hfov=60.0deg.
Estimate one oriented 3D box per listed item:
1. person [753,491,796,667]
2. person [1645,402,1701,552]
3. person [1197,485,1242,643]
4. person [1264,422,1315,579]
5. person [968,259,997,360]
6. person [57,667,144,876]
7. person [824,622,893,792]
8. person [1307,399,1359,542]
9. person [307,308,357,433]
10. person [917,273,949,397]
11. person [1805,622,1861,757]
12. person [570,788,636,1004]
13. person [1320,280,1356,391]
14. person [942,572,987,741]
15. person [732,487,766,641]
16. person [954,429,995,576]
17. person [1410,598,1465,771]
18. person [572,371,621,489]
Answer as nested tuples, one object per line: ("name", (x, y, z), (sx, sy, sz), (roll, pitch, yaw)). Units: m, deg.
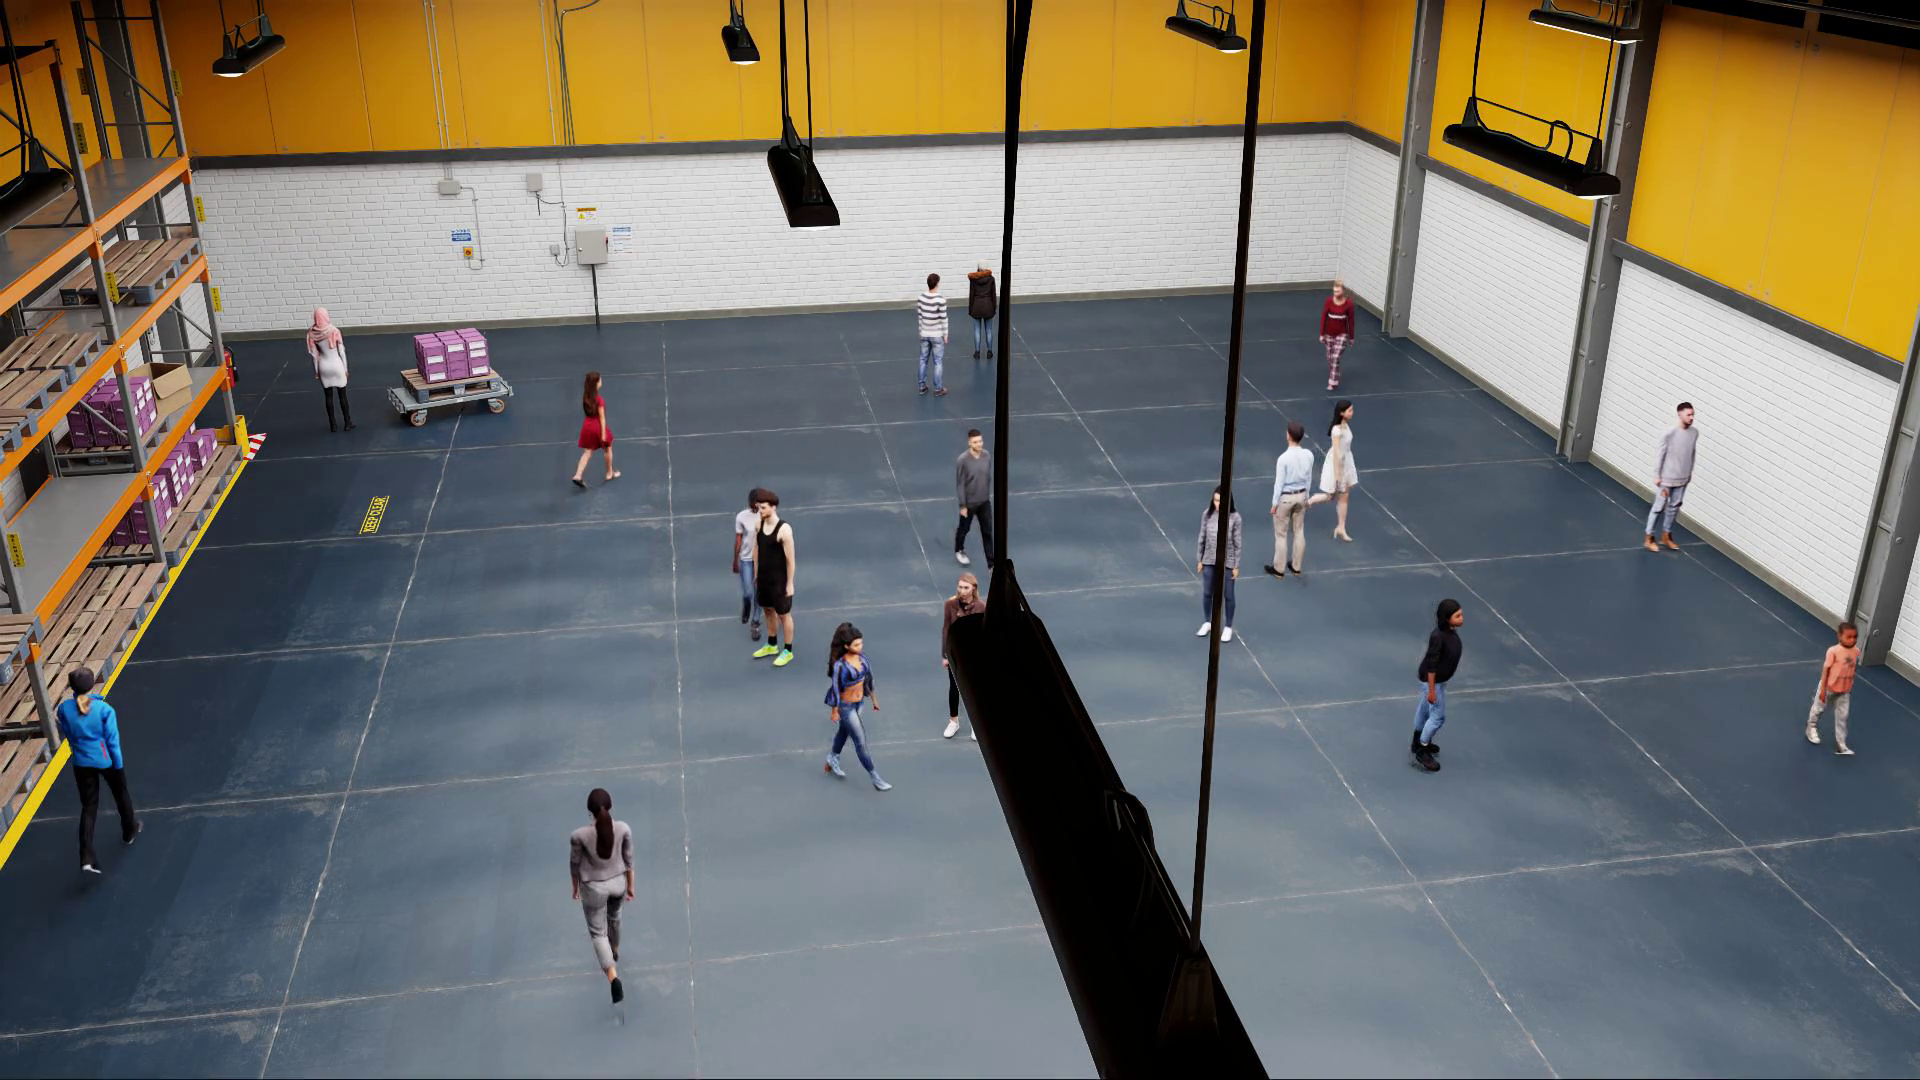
("person", (-1.905, 0.370, 17.064), (0.745, 1.891, 0.822), (18, 29, 35))
("person", (8.466, -0.775, 19.751), (0.681, 1.837, 0.567), (-5, 24, -12))
("person", (2.756, 0.216, 17.615), (0.703, 1.732, 0.722), (10, 26, 22))
("person", (3.771, -0.452, 19.001), (0.699, 1.846, 0.659), (-10, 25, -21))
("person", (0.362, -3.728, 26.761), (0.649, 1.633, 0.626), (-1, 24, -3))
("person", (-7.152, 1.916, 13.693), (0.666, 1.759, 1.158), (-2, 24, -5))
("person", (-1.037, 1.481, 14.916), (1.095, 1.575, 1.037), (16, 28, 32))
("person", (4.453, -0.835, 19.990), (1.040, 1.756, 1.036), (11, 26, 24))
("person", (-8.907, -2.416, 23.547), (0.628, 1.803, 0.585), (-3, 24, -6))
("person", (-0.423, -3.098, 25.051), (0.708, 1.848, 0.725), (11, 26, 24))
("person", (8.172, 1.343, 15.599), (0.621, 1.282, 0.909), (0, 24, 1))
("person", (-2.606, 2.623, 12.215), (0.814, 1.647, 1.127), (-11, 26, -24))
("person", (5.780, -3.149, 25.383), (0.994, 1.677, 1.096), (10, 25, 21))
("person", (0.058, 1.076, 15.683), (0.671, 1.704, 0.635), (5, 24, 11))
("person", (-2.179, 0.209, 17.665), (0.630, 1.705, 0.689), (-4, 24, -8))
("person", (0.115, -0.454, 19.177), (0.884, 1.708, 1.223), (-13, 27, -27))
("person", (4.324, 1.282, 15.240), (0.766, 1.681, 0.707), (15, 28, 30))
("person", (-4.799, -1.411, 21.599), (0.936, 1.522, 1.057), (12, 27, 26))
